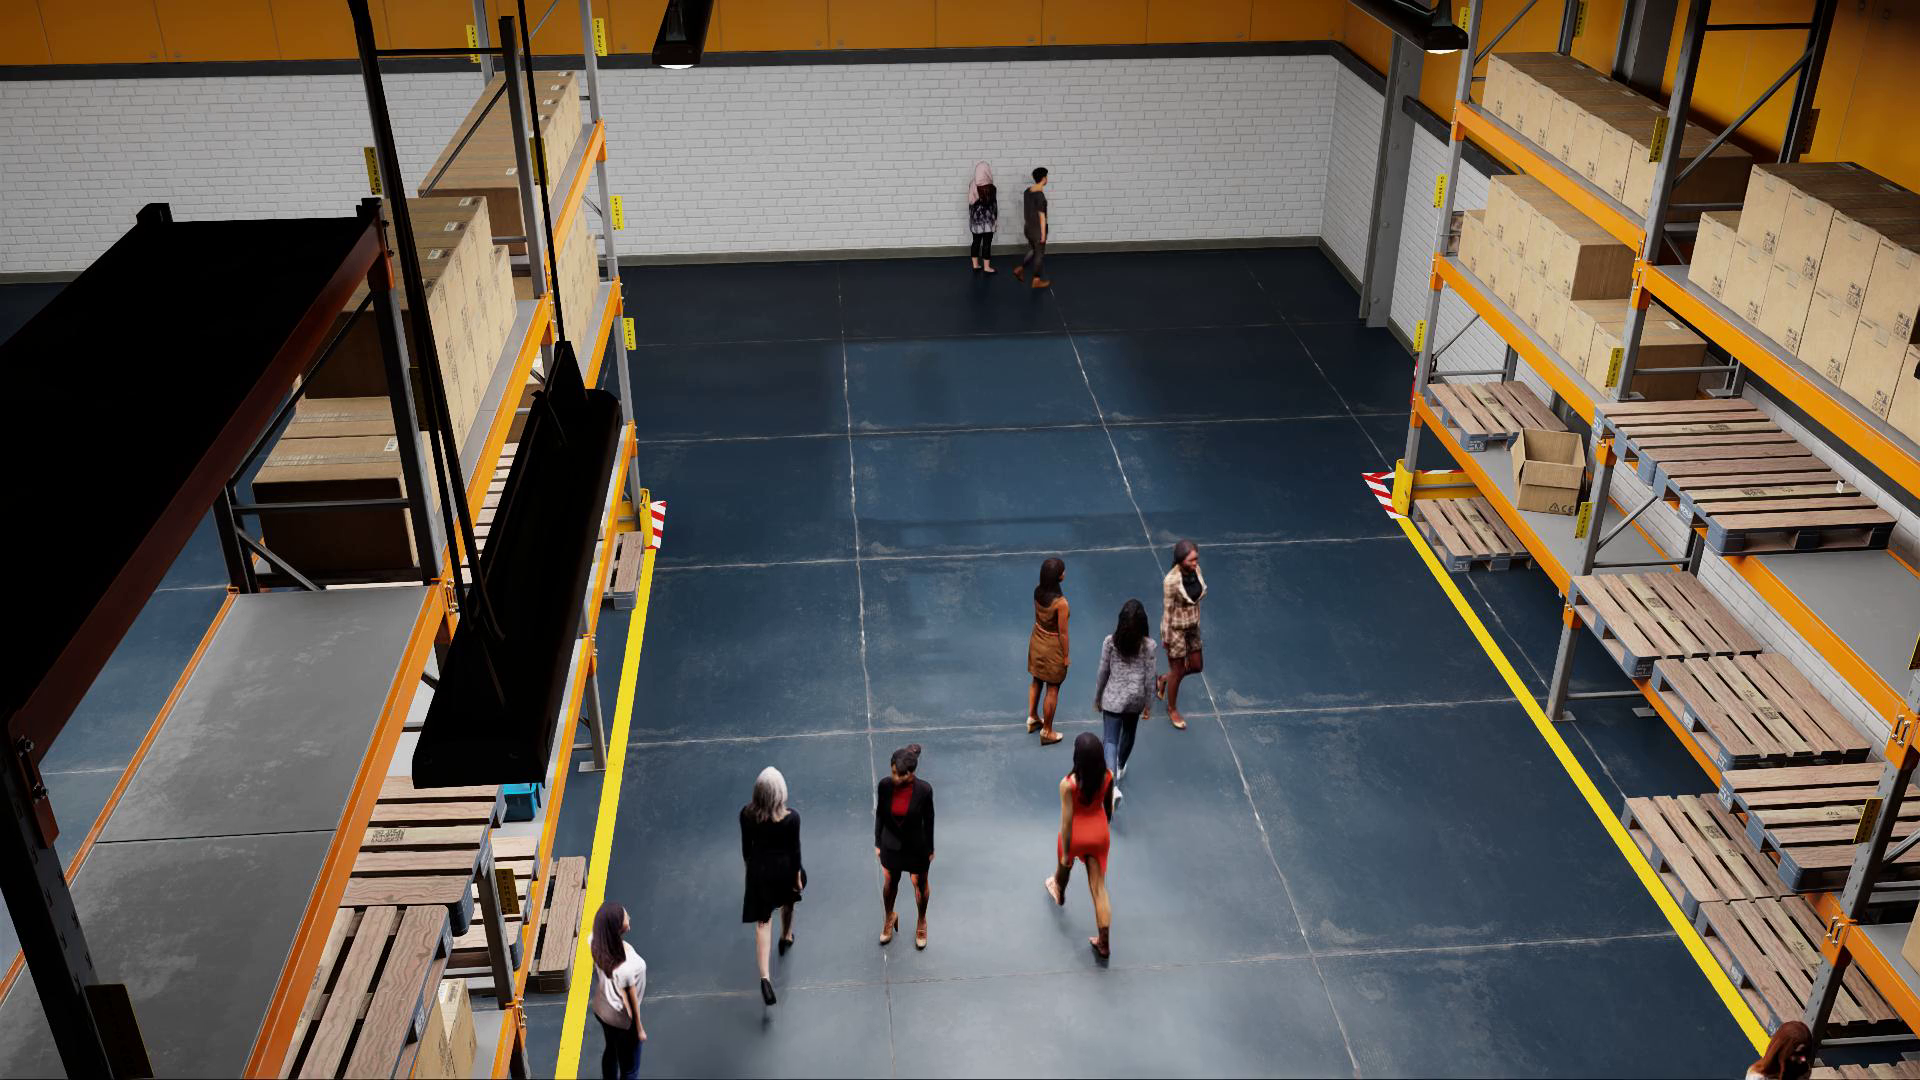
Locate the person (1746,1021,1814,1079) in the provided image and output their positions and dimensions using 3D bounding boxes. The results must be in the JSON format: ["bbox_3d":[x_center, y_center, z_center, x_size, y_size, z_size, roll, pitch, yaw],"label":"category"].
[{"bbox_3d":[4.397,3.295,9.303,0.621,1.687,1.111,-4,29,-7],"label":"person"}]

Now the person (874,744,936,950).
[{"bbox_3d":[-0.382,2.135,11.478,0.656,1.640,0.697,6,29,10],"label":"person"}]

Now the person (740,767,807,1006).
[{"bbox_3d":[-1.260,2.309,11.086,0.693,1.710,1.141,2,29,3],"label":"person"}]

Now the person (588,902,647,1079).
[{"bbox_3d":[-2.069,2.888,10.057,0.748,1.679,0.650,-21,35,-33],"label":"person"}]

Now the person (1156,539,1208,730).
[{"bbox_3d":[1.780,0.749,13.874,0.777,1.779,0.846,-23,36,-35],"label":"person"}]

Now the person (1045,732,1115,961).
[{"bbox_3d":[0.902,2.129,11.461,0.817,1.668,1.202,-10,30,-18],"label":"person"}]

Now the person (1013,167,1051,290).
[{"bbox_3d":[0.996,-4.371,23.345,0.874,1.698,0.811,-12,31,-21],"label":"person"}]

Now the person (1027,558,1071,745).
[{"bbox_3d":[0.736,0.903,13.693,0.697,1.683,0.587,-17,33,-28],"label":"person"}]

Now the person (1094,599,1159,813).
[{"bbox_3d":[1.290,1.298,12.948,0.766,1.703,1.149,2,29,3],"label":"person"}]

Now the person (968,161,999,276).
[{"bbox_3d":[0.324,-4.635,23.894,0.754,1.636,0.807,19,34,31],"label":"person"}]
